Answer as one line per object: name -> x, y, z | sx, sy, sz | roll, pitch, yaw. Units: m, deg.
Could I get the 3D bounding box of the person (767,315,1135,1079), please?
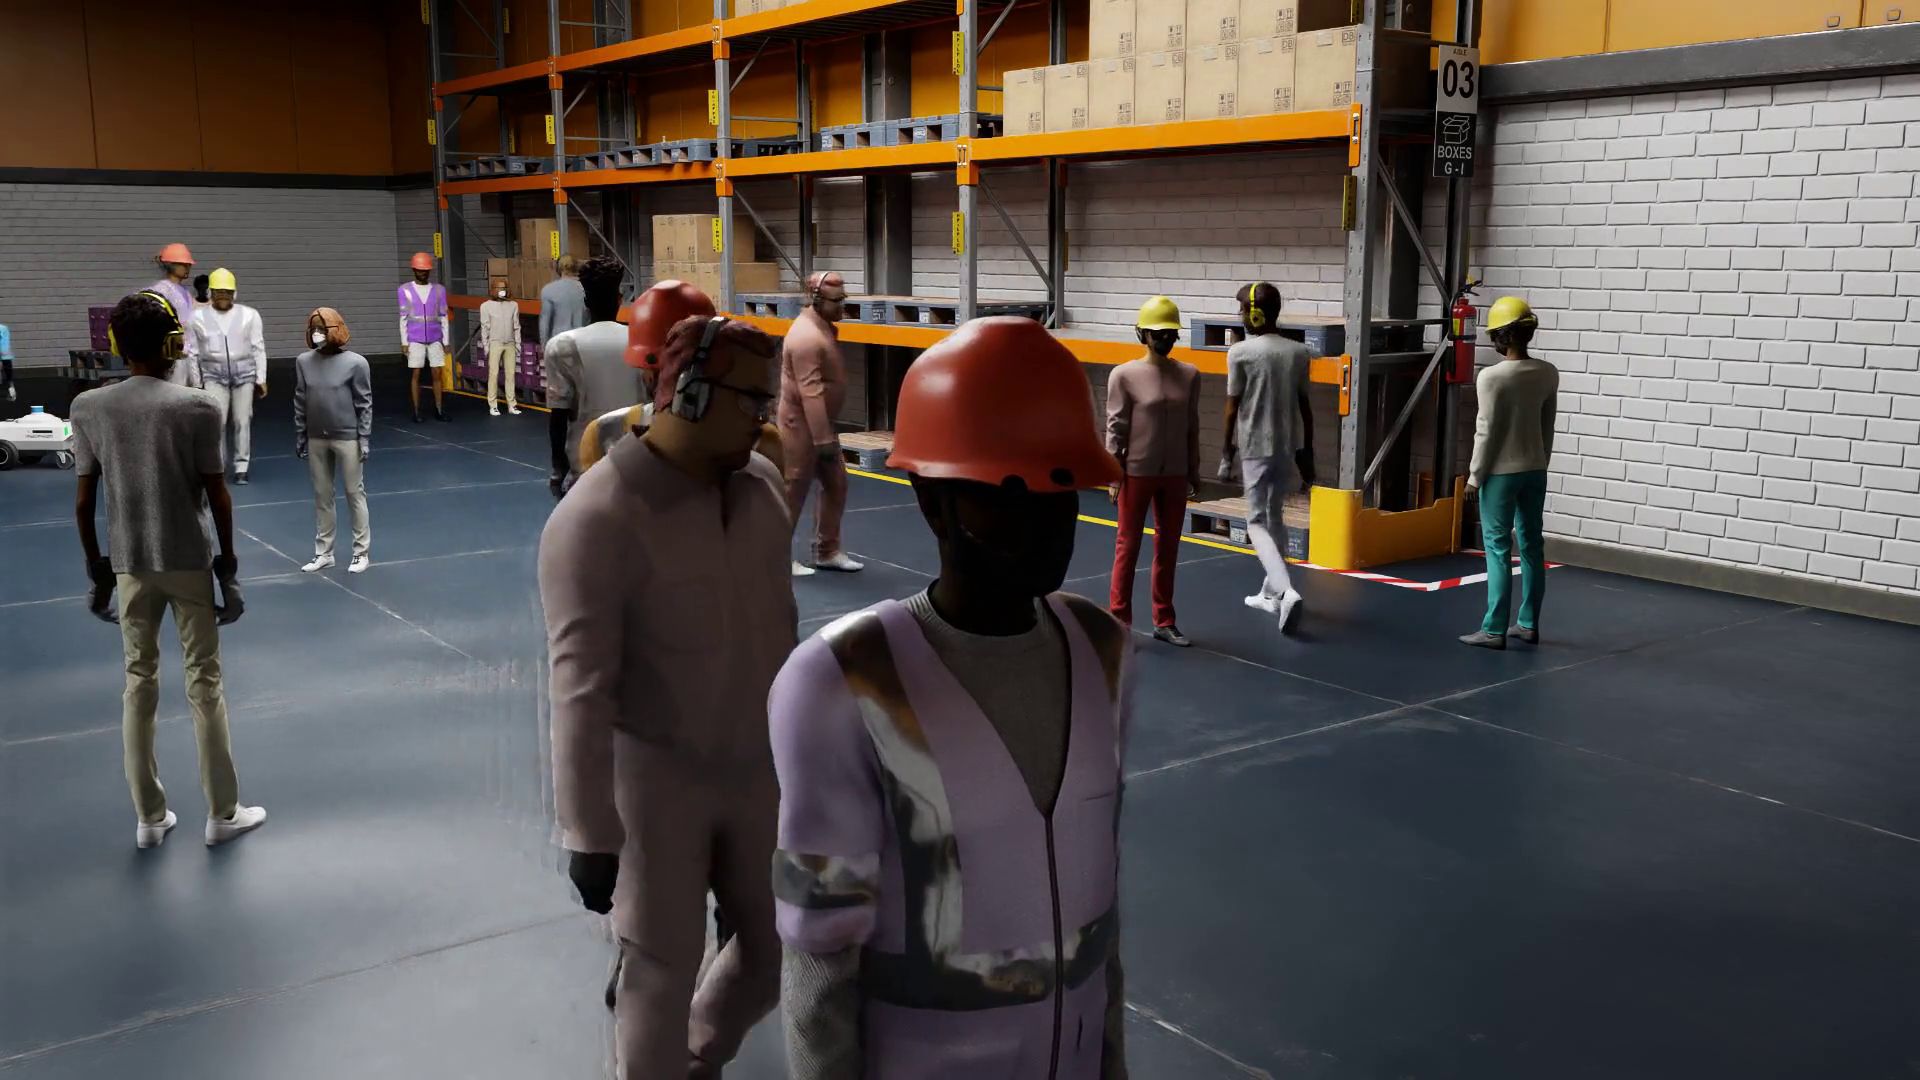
person -> 0.032, 0.698, 2.067 | 0.542, 1.939, 0.368 | -8, 13, -39

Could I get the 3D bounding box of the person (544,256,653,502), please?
person -> -1.703, -0.393, 8.112 | 0.601, 1.961, 0.372 | -4, 11, -19

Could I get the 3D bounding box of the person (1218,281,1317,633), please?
person -> 1.665, -0.444, 8.798 | 0.528, 1.837, 0.815 | -4, 11, -23

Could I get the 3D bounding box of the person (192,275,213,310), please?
person -> -8.792, -2.246, 19.327 | 0.552, 1.647, 0.604 | -6, 12, -32

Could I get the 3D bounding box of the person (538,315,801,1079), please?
person -> -0.531, 0.490, 3.381 | 0.422, 1.881, 0.684 | 8, 13, 37

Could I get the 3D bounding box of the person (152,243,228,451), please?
person -> -7.551, -1.825, 15.954 | 0.809, 2.022, 0.626 | 0, 10, 1

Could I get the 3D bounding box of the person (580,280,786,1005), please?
person -> -0.724, 0.287, 4.399 | 0.547, 1.928, 0.385 | 0, 10, -3

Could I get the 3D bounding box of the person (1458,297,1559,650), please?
person -> 2.740, -0.329, 8.323 | 0.524, 1.761, 0.327 | -5, 11, -27

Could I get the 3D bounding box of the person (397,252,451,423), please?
person -> -6.026, -2.271, 18.752 | 0.546, 1.925, 0.396 | -5, 11, -25

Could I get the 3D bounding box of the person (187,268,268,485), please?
person -> -6.098, -1.346, 13.876 | 0.596, 1.815, 0.488 | -5, 11, -25

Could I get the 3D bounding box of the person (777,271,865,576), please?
person -> -0.876, -0.676, 9.989 | 0.702, 1.855, 0.678 | 1, 10, 7

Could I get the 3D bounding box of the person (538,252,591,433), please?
person -> -4.167, -2.089, 17.712 | 0.638, 1.922, 0.442 | -7, 13, -36

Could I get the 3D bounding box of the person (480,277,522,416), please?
person -> -5.408, -2.278, 19.617 | 0.494, 1.625, 0.283 | -10, 14, -43

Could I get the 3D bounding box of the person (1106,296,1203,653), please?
person -> 0.974, -0.321, 8.255 | 0.534, 1.767, 0.320 | -4, 11, -23

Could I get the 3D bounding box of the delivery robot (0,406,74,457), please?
delivery robot -> -8.304, -0.966, 15.001 | 0.707, 0.478, 0.477 | 0, 10, 0

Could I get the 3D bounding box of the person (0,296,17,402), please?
person -> -8.250, -1.284, 13.990 | 0.559, 1.637, 0.474 | 1, 10, 3

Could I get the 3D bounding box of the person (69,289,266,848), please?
person -> -2.670, 0.107, 5.576 | 0.517, 1.870, 0.334 | -1, 10, -3

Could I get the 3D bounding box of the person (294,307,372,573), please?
person -> -3.856, -0.609, 10.237 | 0.498, 1.634, 0.278 | 2, 10, 9
